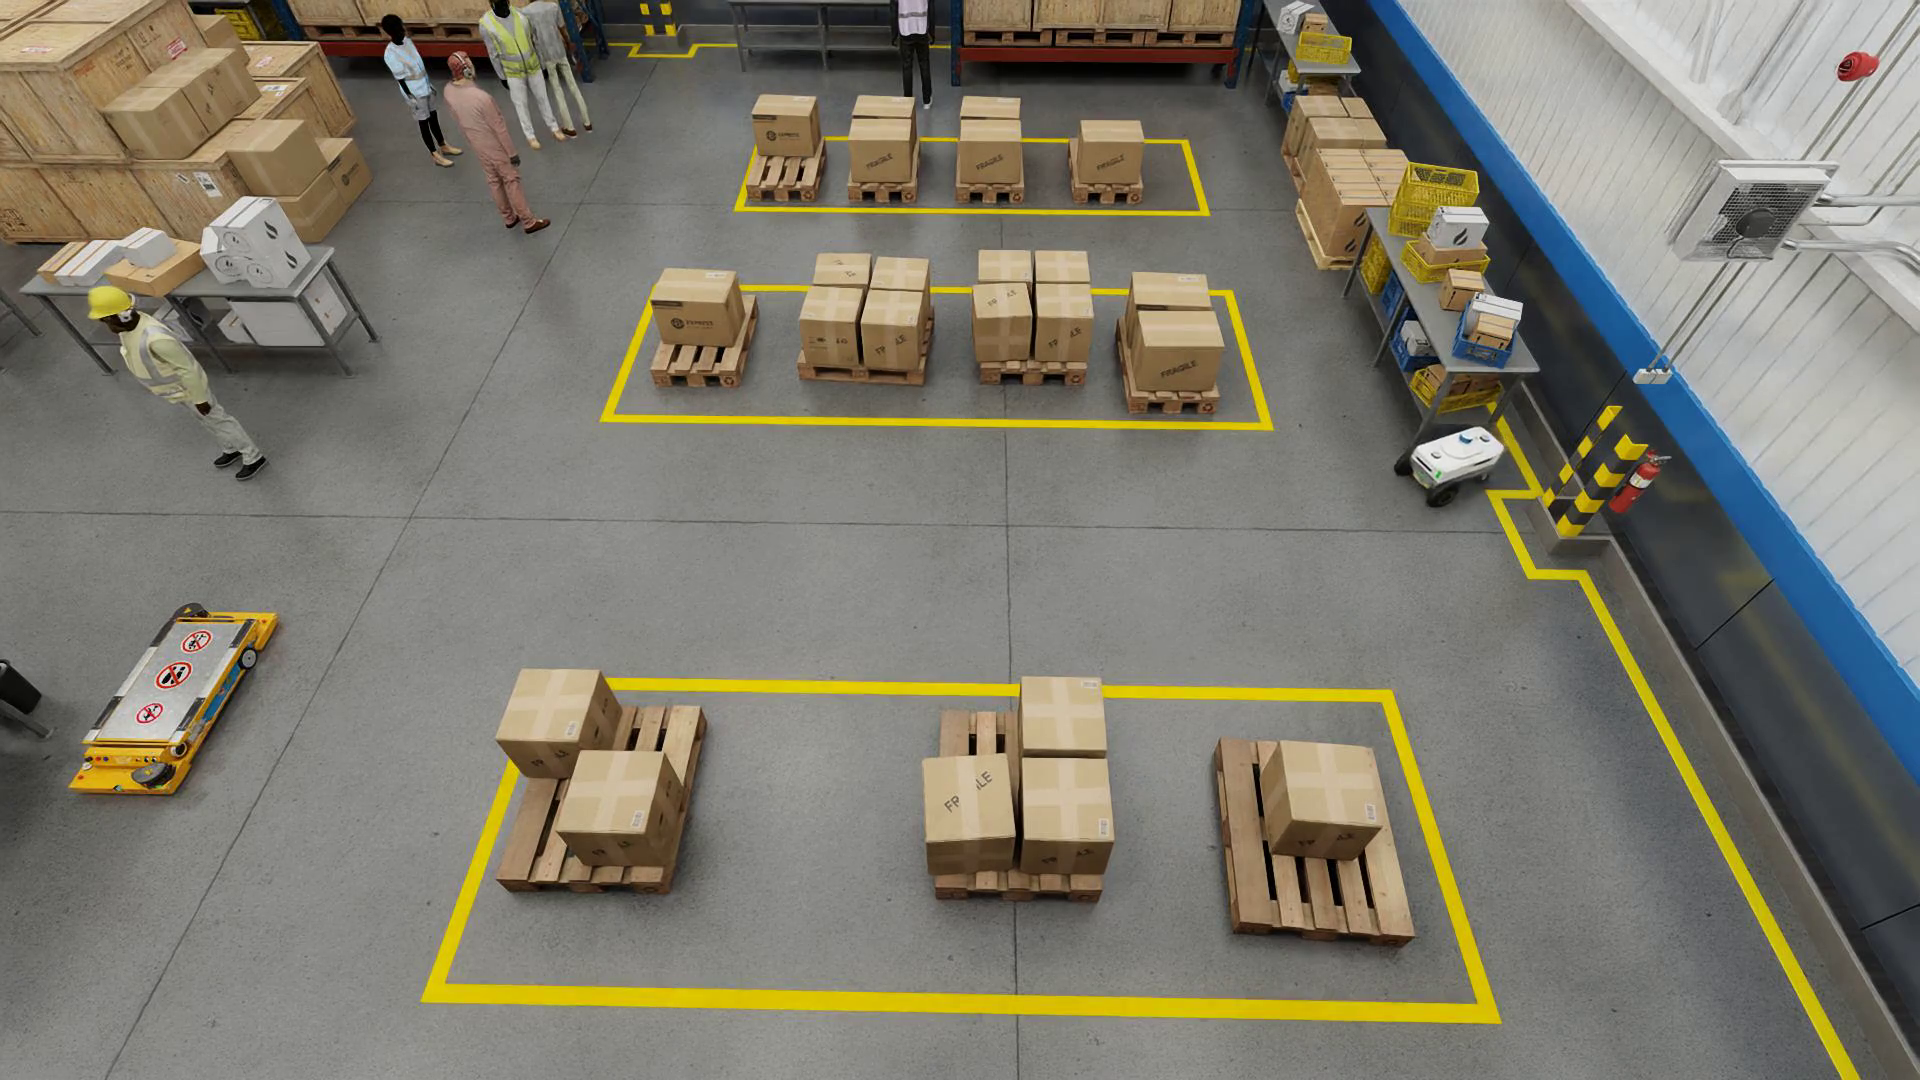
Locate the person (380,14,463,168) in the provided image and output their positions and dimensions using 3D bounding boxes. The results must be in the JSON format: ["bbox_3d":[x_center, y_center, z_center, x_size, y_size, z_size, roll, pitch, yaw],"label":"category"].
[{"bbox_3d":[-6.474,-5.367,10.962,0.319,1.695,0.533,2,50,2],"label":"person"}]

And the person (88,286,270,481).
[{"bbox_3d":[-6.289,-1.246,7.387,0.591,1.833,0.403,26,55,20],"label":"person"}]

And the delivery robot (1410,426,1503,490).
[{"bbox_3d":[4.171,-0.710,7.706,0.707,0.478,0.477,-18,52,-14],"label":"delivery robot"}]

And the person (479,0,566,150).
[{"bbox_3d":[-5.353,-5.748,11.201,0.623,1.835,0.431,-32,57,-24],"label":"person"}]

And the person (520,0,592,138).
[{"bbox_3d":[-5.048,-5.971,11.366,0.513,1.865,0.329,-30,56,-23],"label":"person"}]

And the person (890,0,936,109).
[{"bbox_3d":[-0.601,-6.549,11.819,0.587,1.920,0.391,-6,50,-5],"label":"person"}]

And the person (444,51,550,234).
[{"bbox_3d":[-5.026,-4.252,9.883,0.642,1.909,0.409,21,53,17],"label":"person"}]

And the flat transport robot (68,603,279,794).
[{"bbox_3d":[-5.504,1.072,6.442,0.652,0.197,1.431,1,50,1],"label":"flat transport robot"}]
